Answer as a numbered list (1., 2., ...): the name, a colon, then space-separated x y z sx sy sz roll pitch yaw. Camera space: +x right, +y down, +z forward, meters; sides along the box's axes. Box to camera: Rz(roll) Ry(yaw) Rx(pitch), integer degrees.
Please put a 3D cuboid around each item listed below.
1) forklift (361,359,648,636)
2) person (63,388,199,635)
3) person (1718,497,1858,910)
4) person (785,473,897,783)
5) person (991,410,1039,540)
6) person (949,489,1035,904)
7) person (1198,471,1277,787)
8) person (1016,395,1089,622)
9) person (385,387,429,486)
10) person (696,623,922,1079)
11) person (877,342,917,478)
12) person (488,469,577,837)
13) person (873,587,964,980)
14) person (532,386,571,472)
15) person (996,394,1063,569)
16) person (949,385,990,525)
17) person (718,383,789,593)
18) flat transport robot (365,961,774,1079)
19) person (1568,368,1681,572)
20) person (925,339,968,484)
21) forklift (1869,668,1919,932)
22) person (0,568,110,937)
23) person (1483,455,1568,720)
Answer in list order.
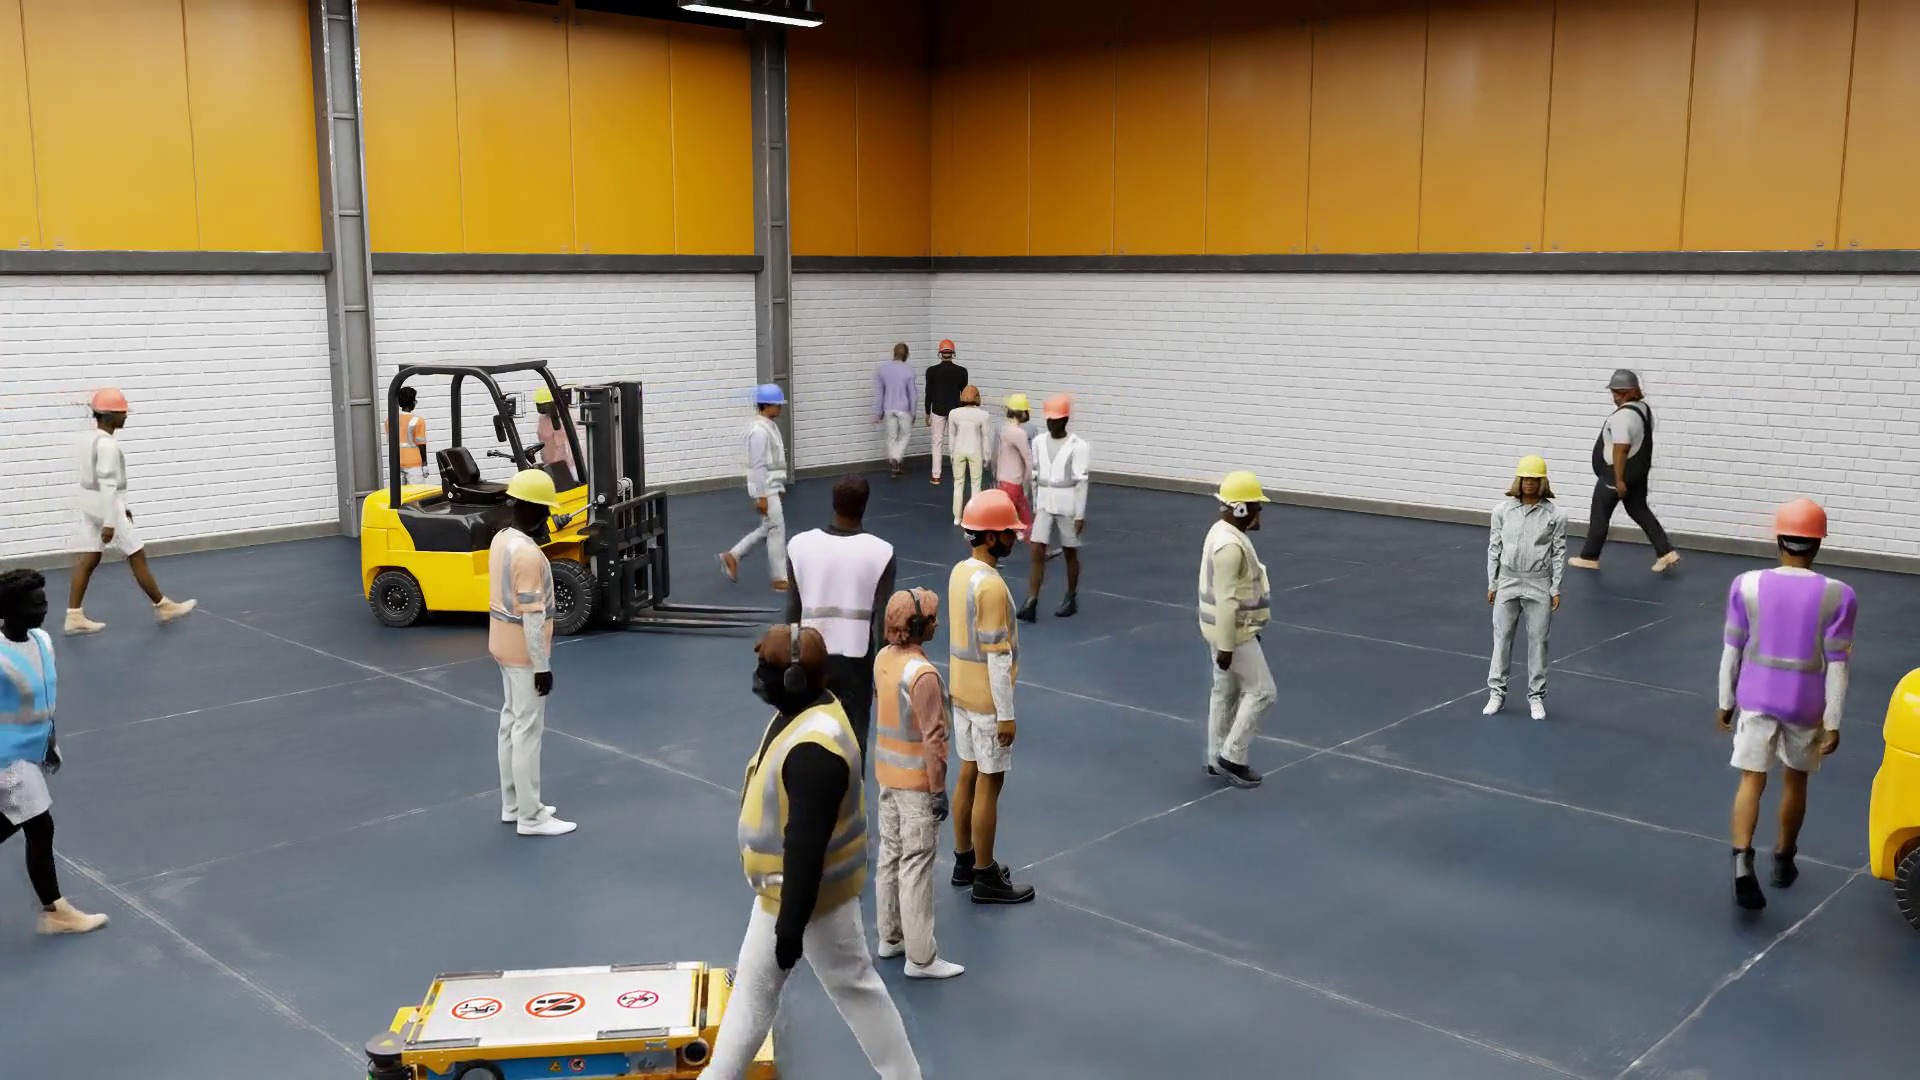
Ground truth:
1. forklift: -3.850 -0.407 13.936 2.313 2.155 1.214 2 9 11
2. person: -6.861 -0.243 13.550 1.037 1.986 0.636 -9 13 -43
3. person: 3.800 0.757 7.707 0.553 1.912 0.886 6 11 33
4. person: -0.629 0.602 8.664 0.611 1.894 0.579 1 9 8
5. person: 0.578 -0.736 17.833 0.516 1.595 0.862 1 9 8
6. person: 0.134 0.726 7.777 0.356 1.938 0.545 -3 10 -20
7. person: 1.606 0.510 9.488 0.488 1.815 0.596 0 9 2
8. person: 0.770 -0.247 13.848 0.578 1.895 0.918 6 11 30
9. person: -5.956 -0.807 17.945 0.532 1.690 0.322 4 10 23
10. person: -0.548 1.159 5.569 0.987 1.791 0.645 -2 9 -12
11. person: -0.885 -1.821 23.422 0.639 1.926 0.473 4 10 23
12. person: -2.258 0.584 8.713 0.393 1.916 0.587 -5 11 -28
13. person: -0.200 1.009 6.950 0.307 1.641 0.512 -5 10 -27
14. person: -4.360 -0.755 17.512 0.913 1.708 0.538 -8 12 -42
15. person: 0.602 -0.571 16.402 0.915 1.720 0.523 -2 9 -12
16. person: 0.107 -0.971 19.138 0.494 1.624 0.282 2 10 15
17. person: -1.826 -0.470 15.162 0.749 1.928 0.614 1 9 3
18. flat transport robot: -1.420 1.814 6.203 1.431 0.197 0.652 -1 9 -7
19. person: 6.534 -0.697 16.185 0.688 2.000 0.974 -8 12 -42
20. person: -0.181 -1.754 22.840 0.617 1.990 0.402 -1 9 -9
21. forklift: 5.205 0.723 7.013 2.313 2.155 1.214 9 13 43
22. person: -4.241 0.938 7.310 0.771 1.664 0.533 -1 9 -7
23. person: 3.710 0.308 10.929 0.487 1.746 0.290 4 10 23
